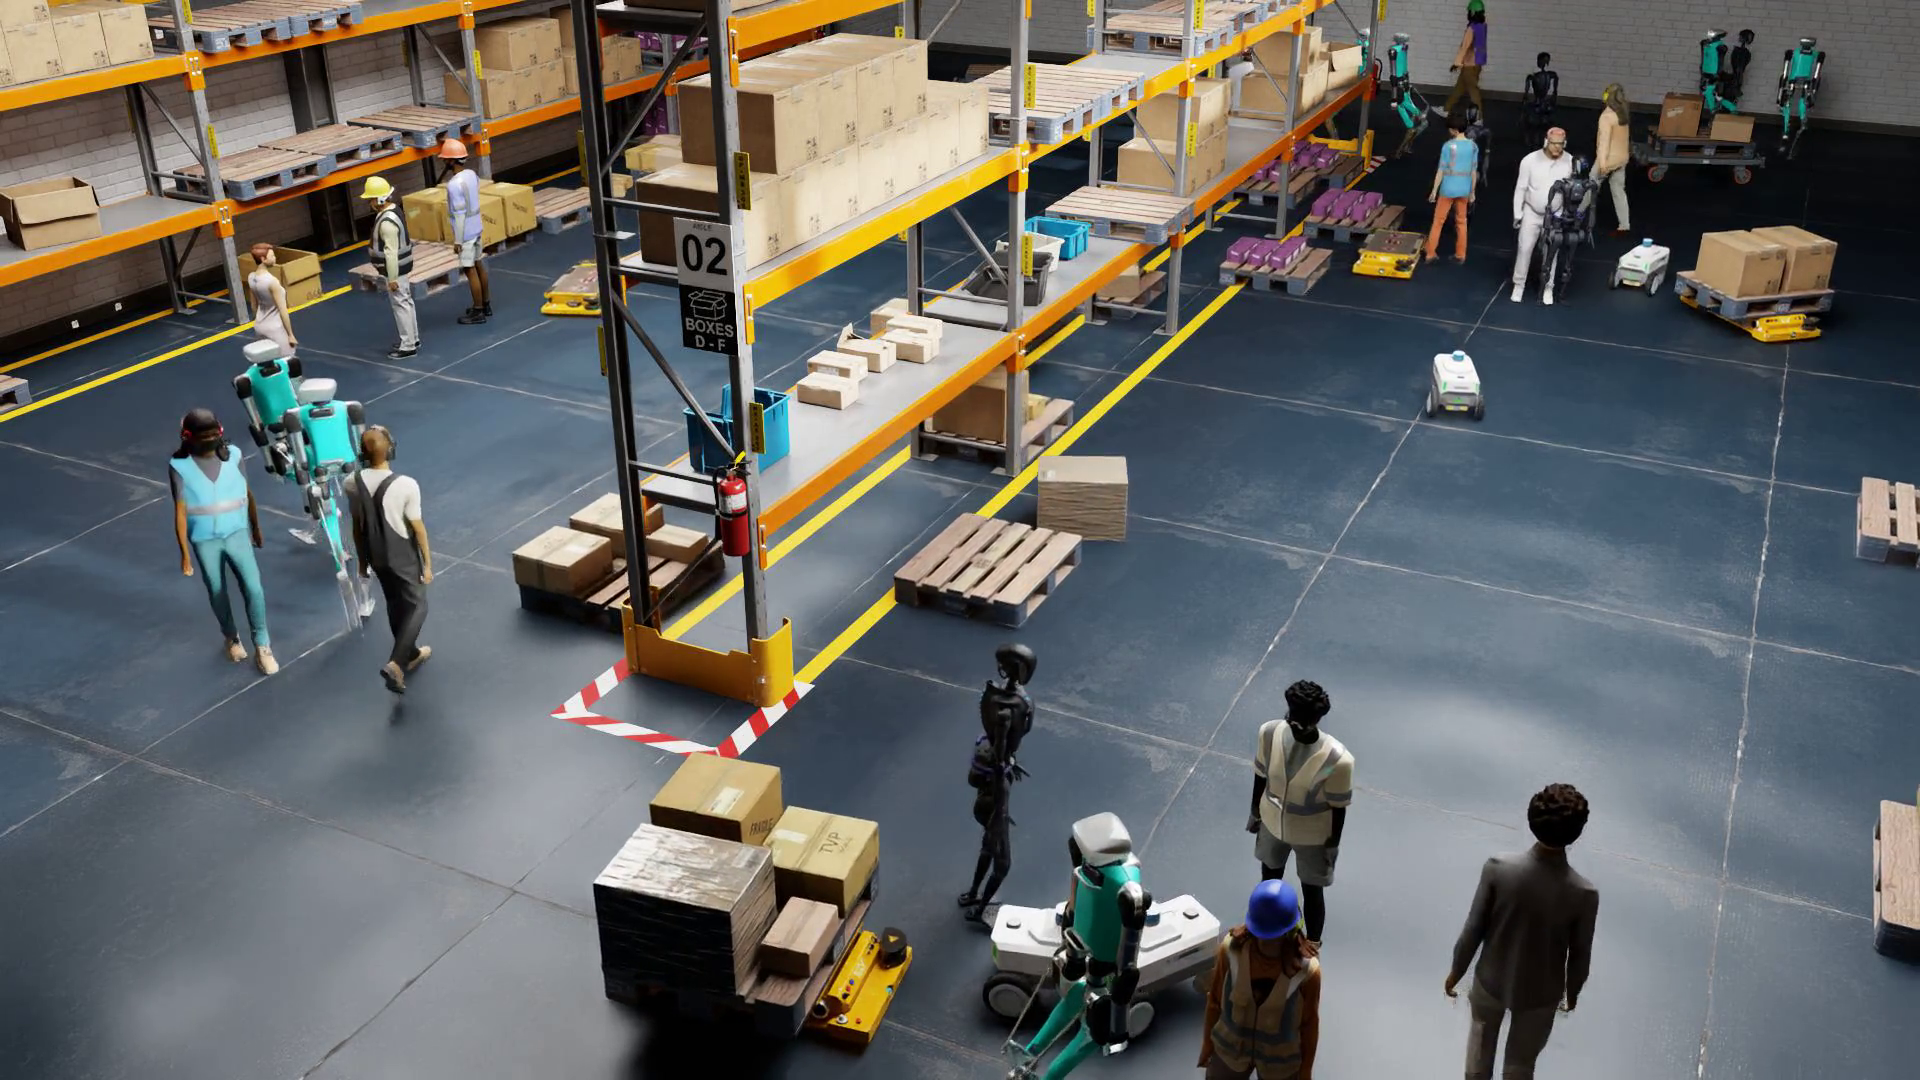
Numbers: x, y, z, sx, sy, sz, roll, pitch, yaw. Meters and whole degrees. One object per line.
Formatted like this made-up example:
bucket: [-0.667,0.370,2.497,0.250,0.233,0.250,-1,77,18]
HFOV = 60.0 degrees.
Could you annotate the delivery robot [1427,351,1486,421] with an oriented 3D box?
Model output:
delivery robot: [4.580,-1.440,15.374,0.499,0.602,0.801,4,27,7]

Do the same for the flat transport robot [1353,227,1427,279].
flat transport robot: [5.093,-3.394,19.633,0.659,0.231,1.431,10,28,19]

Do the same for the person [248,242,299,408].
person: [-6.154,-1.855,14.956,0.446,1.656,0.289,15,30,28]

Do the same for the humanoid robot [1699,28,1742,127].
humanoid robot: [11.264,-6.630,24.579,0.842,1.819,0.542,-5,27,-11]

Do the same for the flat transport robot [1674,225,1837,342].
flat transport robot: [8.398,-2.438,17.703,0.659,0.231,1.431,-6,27,-12]

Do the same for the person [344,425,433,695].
person: [-3.684,0.143,10.745,0.515,1.827,0.684,5,27,9]

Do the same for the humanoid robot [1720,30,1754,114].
humanoid robot: [11.569,-6.815,24.996,0.638,1.628,0.622,8,28,16]

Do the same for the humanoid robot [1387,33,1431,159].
humanoid robot: [6.503,-6.358,23.994,0.804,1.799,0.534,17,31,31]

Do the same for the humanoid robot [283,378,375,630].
humanoid robot: [-4.291,-0.132,11.520,0.553,1.905,0.705,-7,27,-13]

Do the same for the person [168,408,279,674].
person: [-4.854,0.038,10.927,0.544,1.840,0.781,-15,30,-28]

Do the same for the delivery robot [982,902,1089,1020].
delivery robot: [0.487,2.070,8.295,0.786,0.614,0.525,6,27,11]

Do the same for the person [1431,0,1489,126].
person: [7.915,-7.507,26.123,0.968,1.887,0.538,16,31,29]

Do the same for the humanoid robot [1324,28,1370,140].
humanoid robot: [5.653,-6.657,24.569,0.689,1.782,0.537,10,28,19]

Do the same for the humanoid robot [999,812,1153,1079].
humanoid robot: [0.411,1.981,7.055,0.705,1.743,0.533,-12,29,-22]

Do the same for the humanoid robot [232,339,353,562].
humanoid robot: [-4.832,-0.592,12.327,0.944,1.732,0.567,18,31,32]

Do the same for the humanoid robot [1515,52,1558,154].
humanoid robot: [8.134,-5.956,23.225,0.599,1.638,0.573,-9,28,-17]

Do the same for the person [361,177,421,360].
person: [-5.617,-2.696,16.476,0.403,1.824,0.590,-5,27,-11]

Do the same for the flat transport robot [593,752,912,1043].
flat transport robot: [-1.025,2.136,8.464,1.431,0.231,0.659,8,27,16]

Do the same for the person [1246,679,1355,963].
person: [1.672,1.429,8.291,0.535,1.691,0.318,21,33,35]

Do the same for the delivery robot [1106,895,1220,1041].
delivery robot: [0.927,2.069,8.270,0.793,0.590,0.499,-14,30,-27]

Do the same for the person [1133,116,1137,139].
person: [2.740,-6.498,24.150,0.366,1.826,0.506,-13,29,-24]

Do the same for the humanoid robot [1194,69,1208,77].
humanoid robot: [3.391,-6.218,23.755,0.587,1.650,0.497,21,33,36]

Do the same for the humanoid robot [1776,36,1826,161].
humanoid robot: [11.969,-6.238,23.758,0.531,1.743,1.022,8,28,16]

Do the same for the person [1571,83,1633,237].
person: [7.976,-4.683,20.479,0.589,1.817,0.992,-17,31,-30]

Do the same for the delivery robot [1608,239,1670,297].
delivery robot: [7.660,-3.079,18.665,0.499,0.585,0.765,21,33,36]

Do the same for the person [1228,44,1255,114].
person: [4.046,-6.201,23.675,0.578,1.718,0.725,12,29,22]

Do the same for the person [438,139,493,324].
person: [-5.185,-3.225,17.413,0.358,1.938,0.544,2,26,4]

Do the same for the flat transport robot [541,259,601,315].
flat transport robot: [-4.097,-2.796,18.425,0.659,0.231,1.431,3,26,6]

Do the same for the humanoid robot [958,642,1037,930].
humanoid robot: [0.179,1.256,8.675,0.394,1.652,0.604,4,27,7]

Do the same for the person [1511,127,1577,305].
person: [6.323,-3.515,18.038,0.648,1.905,0.412,6,27,11]

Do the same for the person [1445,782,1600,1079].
person: [2.397,1.879,7.171,0.565,1.875,0.543,12,29,23]

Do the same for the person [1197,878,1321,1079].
person: [1.215,2.116,6.802,0.470,1.778,0.317,10,28,20]

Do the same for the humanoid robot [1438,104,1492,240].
humanoid robot: [6.137,-4.490,20.261,0.610,1.643,0.383,3,27,7]

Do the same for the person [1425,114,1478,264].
person: [5.727,-4.054,19.306,0.554,1.748,0.403,-7,27,-14]

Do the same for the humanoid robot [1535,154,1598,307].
humanoid robot: [6.541,-3.333,17.905,0.599,1.659,0.315,0,26,0]
